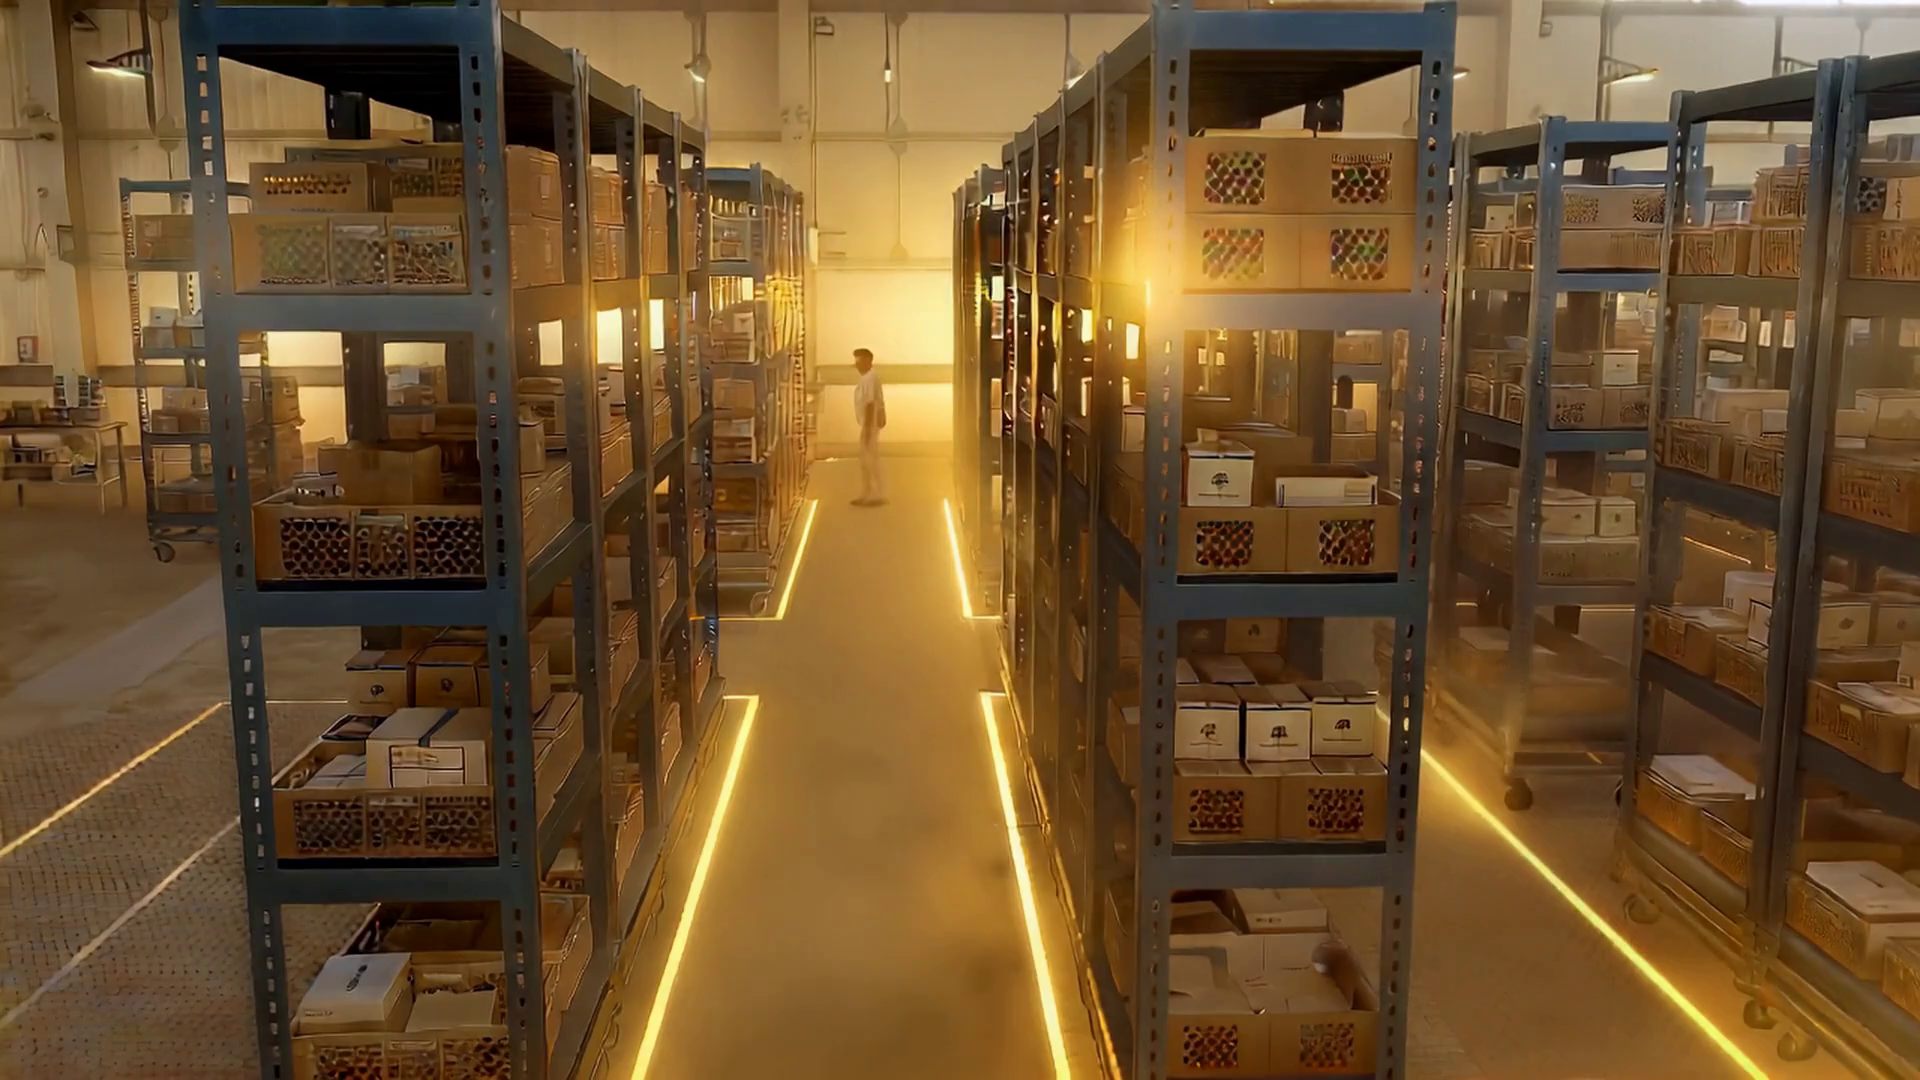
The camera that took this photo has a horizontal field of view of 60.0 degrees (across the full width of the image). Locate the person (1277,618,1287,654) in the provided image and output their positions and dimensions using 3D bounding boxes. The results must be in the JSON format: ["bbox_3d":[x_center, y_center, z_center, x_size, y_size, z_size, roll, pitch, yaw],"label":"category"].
[{"bbox_3d":[1.963,0.286,10.200,0.599,1.813,0.532,-3,10,-17],"label":"person"}]

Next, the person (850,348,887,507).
[{"bbox_3d":[-1.056,-1.290,19.131,0.441,1.828,0.578,-1,10,-3],"label":"person"}]
